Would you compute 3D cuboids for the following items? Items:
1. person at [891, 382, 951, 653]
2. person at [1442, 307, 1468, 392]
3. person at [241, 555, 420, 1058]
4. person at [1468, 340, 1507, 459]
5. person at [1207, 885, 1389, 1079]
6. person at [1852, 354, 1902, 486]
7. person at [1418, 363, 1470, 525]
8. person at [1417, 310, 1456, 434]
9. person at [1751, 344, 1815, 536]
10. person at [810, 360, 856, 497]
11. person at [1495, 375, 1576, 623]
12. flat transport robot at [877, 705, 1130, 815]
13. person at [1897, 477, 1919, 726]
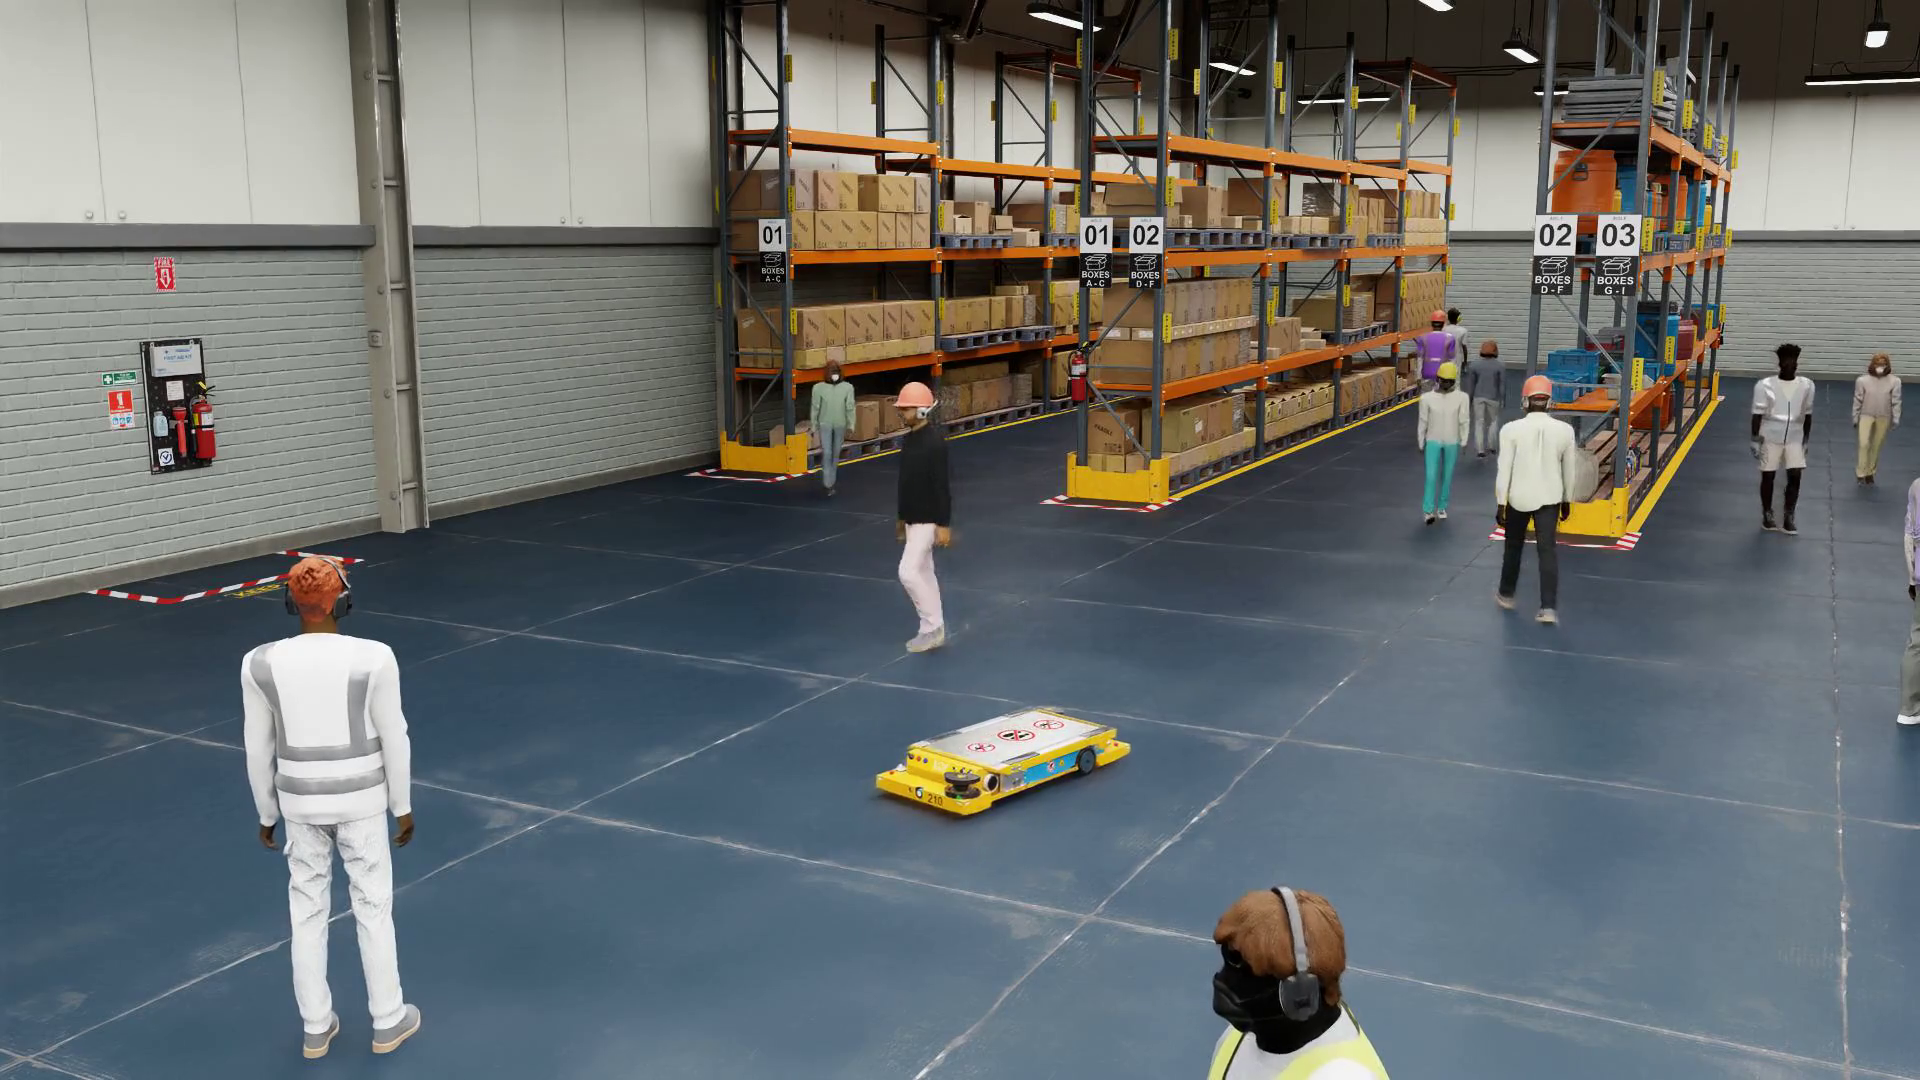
[{"bbox_3d":[-0.305,-0.157,12.093,0.539,1.978,0.647,-5,11,-24],"label":"person"},{"bbox_3d":[8.031,-2.863,27.173,0.532,1.868,0.310,5,12,26],"label":"person"},{"bbox_3d":[-2.308,0.986,6.140,0.573,1.883,0.356,-1,10,-4],"label":"person"},{"bbox_3d":[7.227,-1.932,22.759,0.529,1.607,0.645,6,12,28],"label":"person"},{"bbox_3d":[0.621,1.546,3.235,0.430,1.836,0.627,-1,10,-3],"label":"person"},{"bbox_3d":[11.097,-1.440,20.141,0.511,1.594,0.804,4,11,23],"label":"person"},{"bbox_3d":[5.101,-1.017,17.572,0.512,1.703,0.912,2,11,9],"label":"person"},{"bbox_3d":[7.195,-2.510,25.113,0.561,1.909,0.731,4,11,19],"label":"person"},{"bbox_3d":[8.356,-1.012,16.875,0.618,1.932,0.806,2,11,10],"label":"person"},{"bbox_3d":[-1.456,-1.292,19.342,0.505,1.581,0.831,-4,11,-19],"label":"person"},{"bbox_3d":[4.565,-0.335,13.209,0.646,1.942,1.033,1,10,3],"label":"person"},{"bbox_3d":[0.267,1.207,9.336,0.652,0.197,1.431,10,14,42],"label":"flat transport robot"},{"bbox_3d":[6.003,0.237,10.108,0.367,1.927,0.587,-3,11,-15],"label":"person"}]
